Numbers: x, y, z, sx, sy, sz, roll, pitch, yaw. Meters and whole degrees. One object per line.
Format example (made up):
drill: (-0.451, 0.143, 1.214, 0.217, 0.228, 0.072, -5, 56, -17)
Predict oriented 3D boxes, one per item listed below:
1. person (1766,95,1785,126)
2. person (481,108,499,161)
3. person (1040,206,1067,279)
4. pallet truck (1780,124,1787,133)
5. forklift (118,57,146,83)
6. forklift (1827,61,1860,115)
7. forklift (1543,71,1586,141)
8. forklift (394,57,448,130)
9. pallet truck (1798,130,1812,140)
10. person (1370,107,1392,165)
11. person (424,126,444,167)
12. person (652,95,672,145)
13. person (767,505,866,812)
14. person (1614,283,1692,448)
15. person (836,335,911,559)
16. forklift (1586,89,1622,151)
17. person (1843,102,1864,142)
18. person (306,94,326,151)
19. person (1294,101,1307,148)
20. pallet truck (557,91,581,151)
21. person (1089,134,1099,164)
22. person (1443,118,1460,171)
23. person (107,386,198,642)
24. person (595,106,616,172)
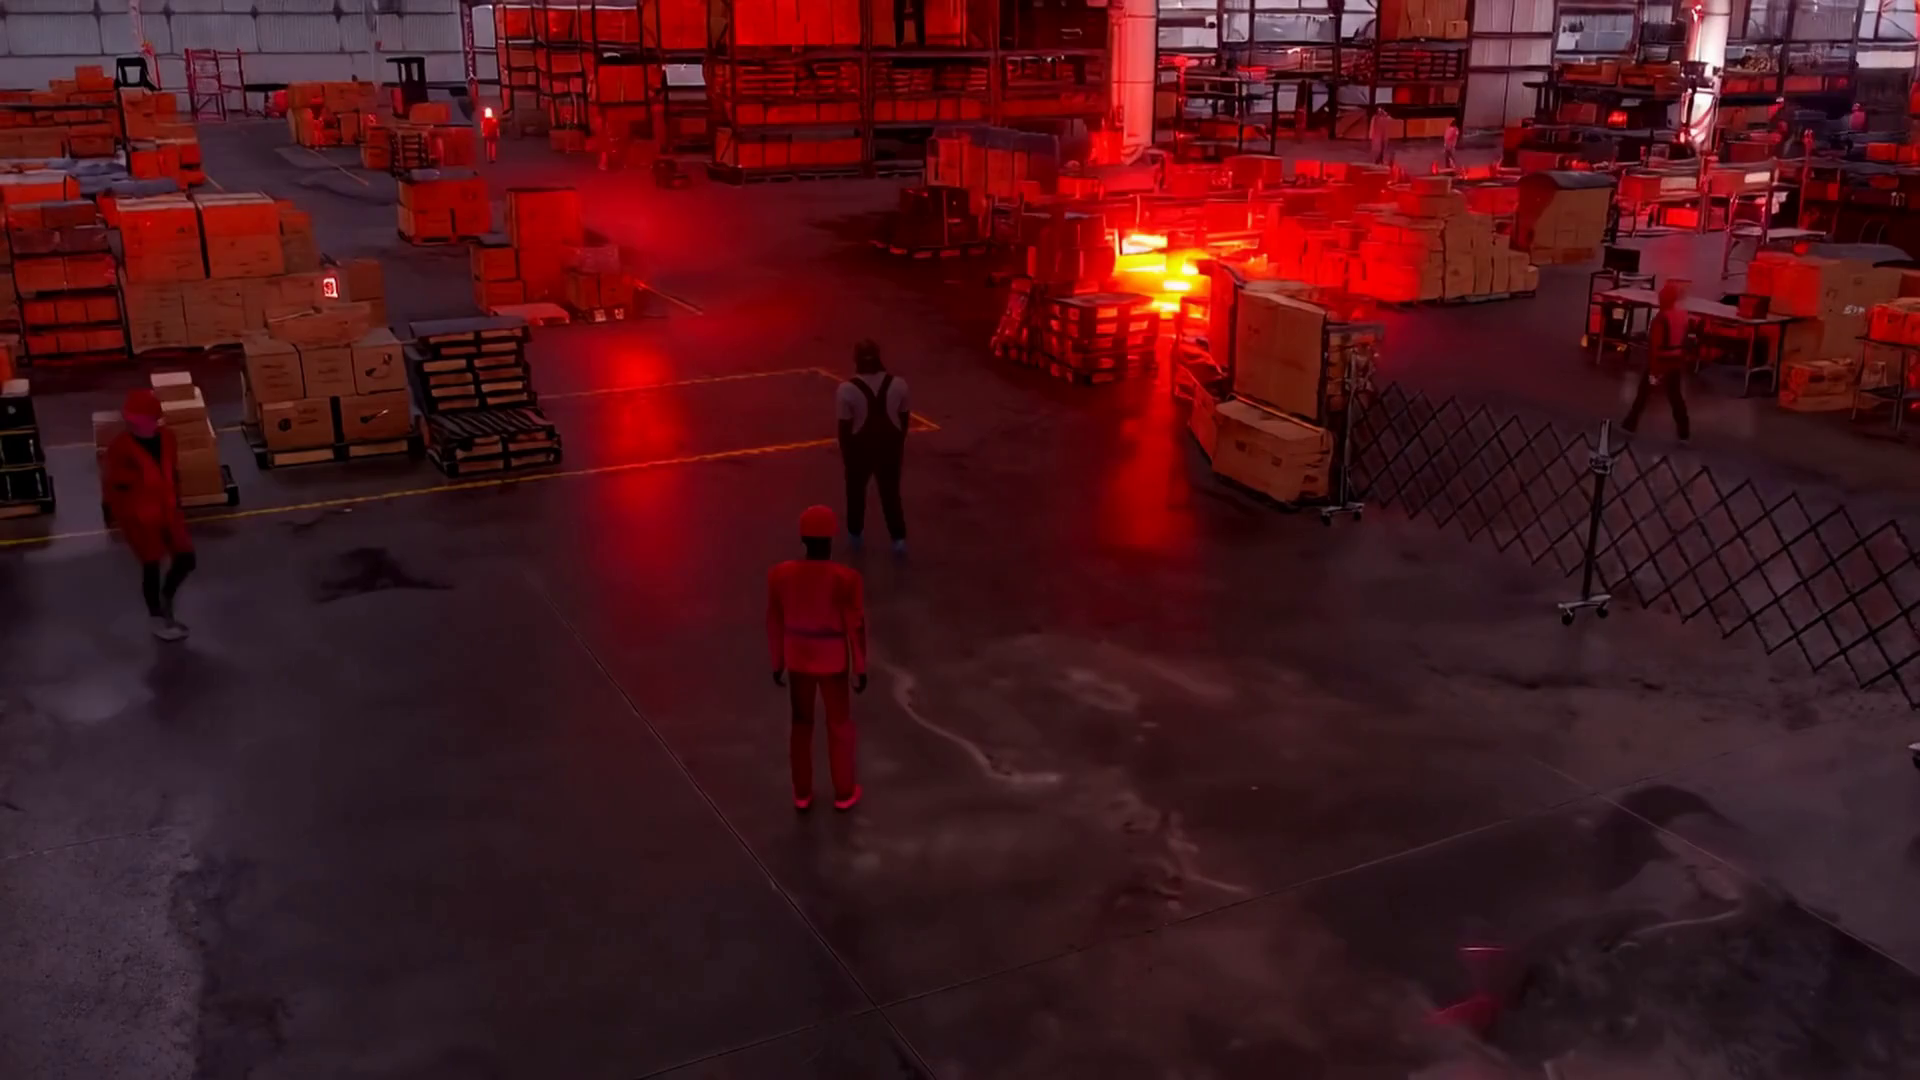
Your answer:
person: (27.396, -13.940, 55.840, 0.734, 1.913, 0.623, -8, 20, -24)
person: (-15.048, -12.989, 53.294, 0.548, 1.644, 0.889, -6, 19, -18)
person: (1.333, -4.074, 25.105, 0.881, 1.911, 0.546, -12, 21, -32)
pallet truck: (25.206, -12.542, 52.601, 1.601, 1.201, 0.680, 0, 18, -2)
forklift: (-33.164, -17.981, 66.893, 1.129, 2.768, 1.873, -9, 20, -26)
forklift: (32.946, -16.499, 62.270, 1.873, 2.768, 1.129, -9, 20, -26)
forklift: (18.685, -13.231, 52.085, 1.873, 2.768, 1.129, -9, 20, -26)
forklift: (-21.553, -17.740, 66.141, 1.873, 2.768, 1.129, 6, 19, 17)
pallet truck: (25.526, -11.556, 49.408, 1.630, 1.274, 0.653, -9, 20, -26)
person: (12.739, -12.167, 50.414, 0.653, 1.865, 0.901, 8, 20, 25)
person: (-13.220, -9.418, 41.769, 0.568, 1.909, 0.771, 9, 20, 26)
person: (-10.154, -14.155, 56.556, 1.002, 1.902, 0.629, -4, 18, -13)
person: (-0.859, 0.723, 10.122, 0.594, 1.922, 0.375, 3, 18, 8)
person: (7.907, -1.957, 18.643, 0.583, 1.837, 0.999, -8, 19, -23)
person: (-0.762, -0.854, 14.849, 0.683, 2.000, 0.982, -5, 18, -15)
forklift: (21.224, -14.374, 55.648, 1.873, 2.768, 1.129, -9, 20, -26)
person: (29.048, -13.286, 53.991, 0.584, 1.804, 0.866, -8, 19, -22)
person: (-22.206, -14.351, 57.189, 0.924, 1.881, 0.599, 10, 20, 29)
person: (11.890, -14.507, 58.070, 0.504, 1.631, 0.280, -9, 20, -25)
pallet truck: (-13.495, -14.412, 57.188, 0.823, 1.965, 1.885, -3, 18, -9)
person: (3.414, -9.340, 41.861, 0.317, 1.695, 0.540, 1, 18, 4)
person: (14.374, -11.483, 48.554, 0.594, 1.681, 0.543, -7, 19, -21)
person: (-6.185, -0.187, 12.805, 0.422, 2.028, 0.612, 8, 19, 23)
person: (-10.595, -12.015, 49.817, 0.777, 1.930, 0.615, 4, 18, 13)
